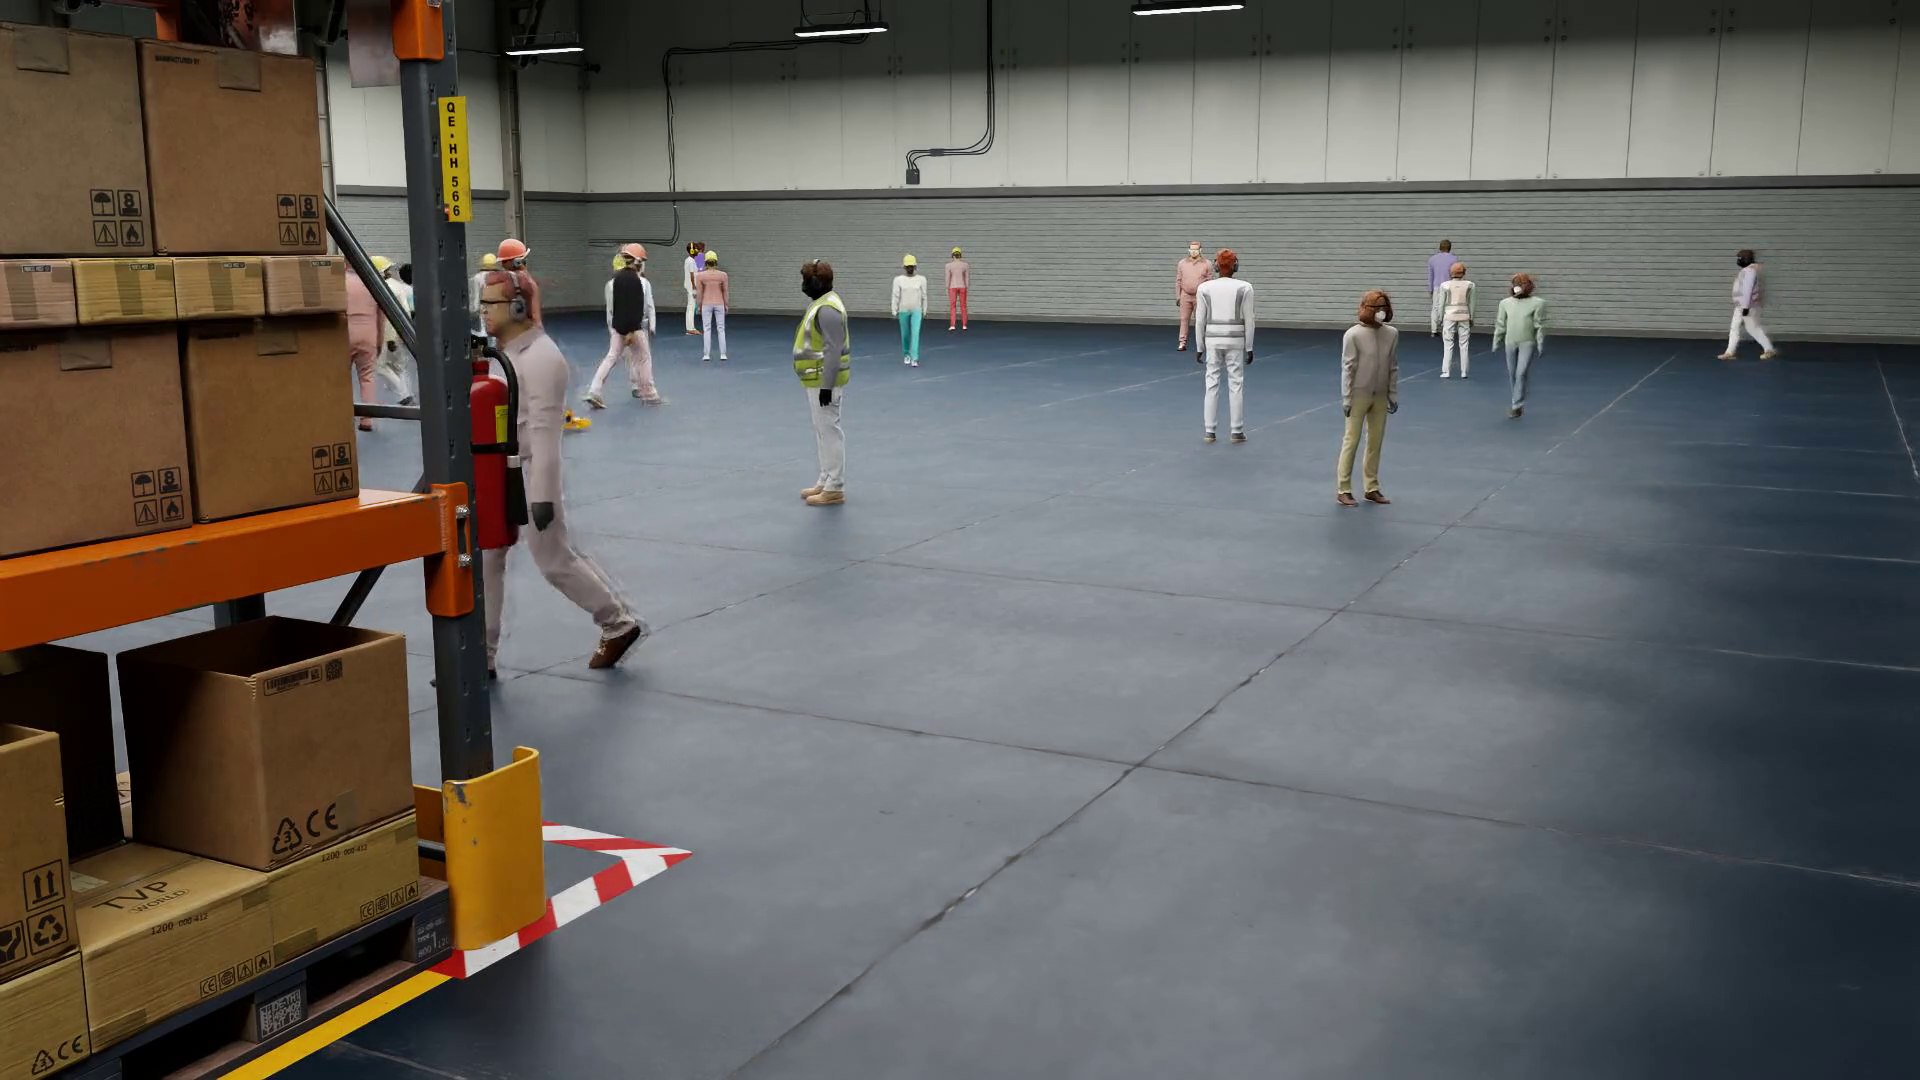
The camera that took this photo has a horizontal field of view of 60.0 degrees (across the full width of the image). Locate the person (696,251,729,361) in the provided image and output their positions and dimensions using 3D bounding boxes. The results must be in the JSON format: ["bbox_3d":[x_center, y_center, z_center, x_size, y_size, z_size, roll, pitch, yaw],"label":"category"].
[{"bbox_3d":[-4.001,-3.782,26.911,0.525,1.772,0.306,-2,11,-12],"label":"person"}]

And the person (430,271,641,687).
[{"bbox_3d":[-1.935,-0.283,7.559,0.927,1.875,0.652,-8,13,-38],"label":"person"}]

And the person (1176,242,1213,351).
[{"bbox_3d":[4.083,-4.251,29.088,0.639,1.910,0.407,2,11,13],"label":"person"}]

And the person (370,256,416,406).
[{"bbox_3d":[-6.360,-2.261,18.548,0.476,1.793,0.623,-1,10,-3],"label":"person"}]

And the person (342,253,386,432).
[{"bbox_3d":[-6.299,-2.065,17.282,0.686,1.865,0.683,-6,12,-31],"label":"person"}]

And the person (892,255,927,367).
[{"bbox_3d":[-0.786,-3.576,25.905,0.538,1.726,0.894,0,10,-3],"label":"person"}]

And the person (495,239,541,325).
[{"bbox_3d":[-4.114,-1.811,15.572,0.393,1.985,0.611,-5,12,-27],"label":"person"}]

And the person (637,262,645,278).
[{"bbox_3d":[-6.930,-5.345,35.299,0.532,1.821,1.007,-2,11,-11],"label":"person"}]

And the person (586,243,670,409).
[{"bbox_3d":[-3.946,-2.492,19.450,1.039,1.939,0.619,-9,14,-40],"label":"person"}]

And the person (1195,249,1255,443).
[{"bbox_3d":[2.592,-1.891,16.275,0.573,1.887,0.355,3,11,18],"label":"person"}]

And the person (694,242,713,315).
[{"bbox_3d":[-6.549,-6.588,41.997,0.563,1.846,0.389,4,11,19],"label":"person"}]

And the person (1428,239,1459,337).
[{"bbox_3d":[9.639,-4.994,33.096,0.632,1.940,0.439,9,14,40],"label":"person"}]

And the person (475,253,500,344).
[{"bbox_3d":[-7.506,-3.708,26.603,0.489,1.734,0.439,0,10,2],"label":"person"}]

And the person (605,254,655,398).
[{"bbox_3d":[-4.142,-2.695,20.911,0.606,1.798,0.593,-3,11,-16],"label":"person"}]

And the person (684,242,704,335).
[{"bbox_3d":[-5.467,-5.136,34.011,0.332,1.874,0.520,-3,11,-18],"label":"person"}]

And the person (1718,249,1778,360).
[{"bbox_3d":[12.867,-3.816,27.008,0.829,1.813,0.629,2,11,12],"label":"person"}]

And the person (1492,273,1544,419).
[{"bbox_3d":[6.104,-2.118,18.283,0.523,1.603,0.750,9,14,40],"label":"person"}]

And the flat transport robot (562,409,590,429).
[{"bbox_3d":[-4.480,-1.193,16.880,0.652,0.197,1.431,5,12,27],"label":"flat transport robot"}]

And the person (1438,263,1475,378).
[{"bbox_3d":[7.022,-3.099,23.549,0.515,1.636,0.315,1,10,7],"label":"person"}]

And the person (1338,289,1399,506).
[{"bbox_3d":[3.066,-1.061,12.472,0.503,1.624,0.298,-5,11,-24],"label":"person"}]

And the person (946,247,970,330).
[{"bbox_3d":[-0.058,-5.351,35.495,0.523,1.760,0.328,-2,11,-9],"label":"person"}]

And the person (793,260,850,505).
[{"bbox_3d":[-1.046,-1.189,12.577,0.430,1.840,0.626,-2,11,-9],"label":"person"}]

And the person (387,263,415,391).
[{"bbox_3d":[-7.176,-2.790,21.811,0.541,1.646,0.877,8,13,37],"label":"person"}]
